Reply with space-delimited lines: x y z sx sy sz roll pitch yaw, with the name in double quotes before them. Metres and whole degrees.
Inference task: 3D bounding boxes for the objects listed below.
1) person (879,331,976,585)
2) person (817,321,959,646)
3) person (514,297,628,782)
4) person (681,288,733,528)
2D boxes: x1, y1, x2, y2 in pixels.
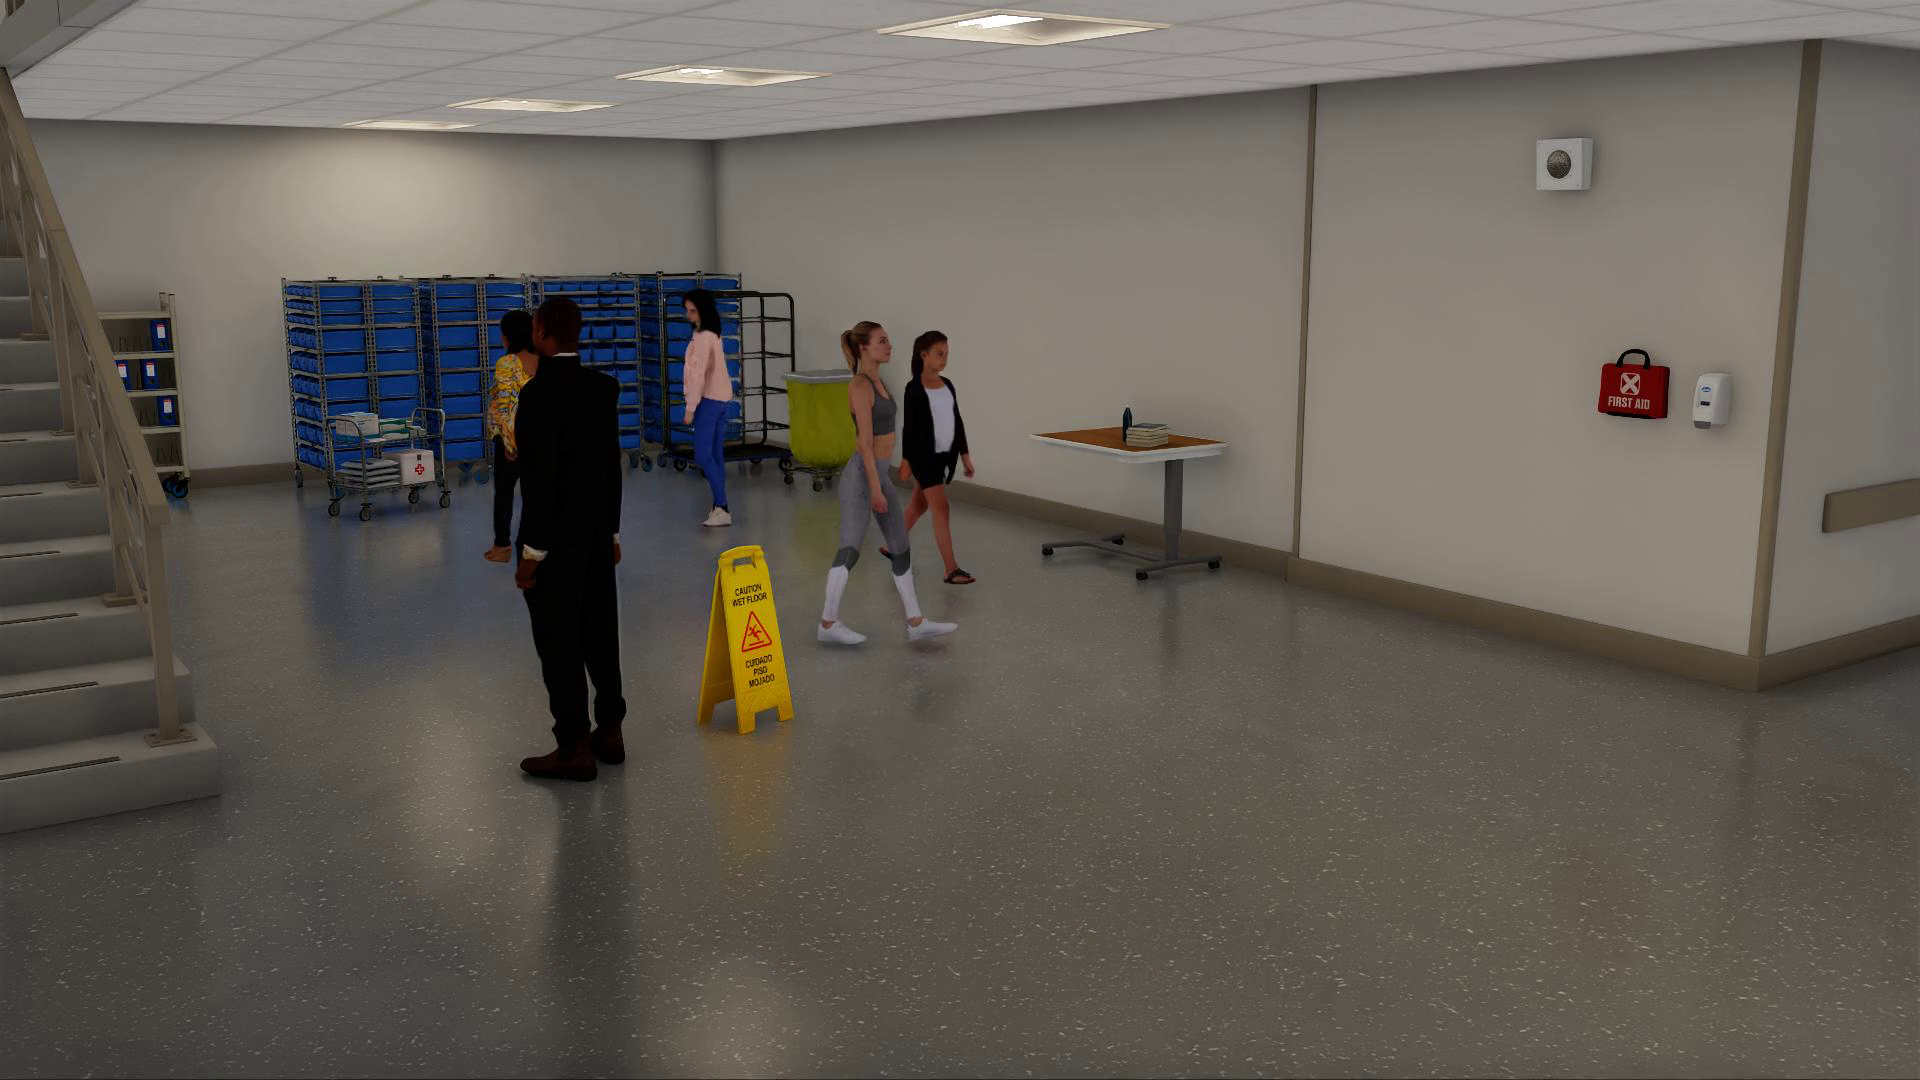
"person" -0.244 -0.504 10.241 0.668 1.523 1.114 -11 15 -44
"person" -0.560 -0.265 8.579 1.043 1.674 0.952 3 11 13
"person" -1.555 -0.011 6.623 0.782 1.904 0.803 6 12 27
"person" -1.796 -0.967 12.118 0.870 1.733 0.811 5 12 24
